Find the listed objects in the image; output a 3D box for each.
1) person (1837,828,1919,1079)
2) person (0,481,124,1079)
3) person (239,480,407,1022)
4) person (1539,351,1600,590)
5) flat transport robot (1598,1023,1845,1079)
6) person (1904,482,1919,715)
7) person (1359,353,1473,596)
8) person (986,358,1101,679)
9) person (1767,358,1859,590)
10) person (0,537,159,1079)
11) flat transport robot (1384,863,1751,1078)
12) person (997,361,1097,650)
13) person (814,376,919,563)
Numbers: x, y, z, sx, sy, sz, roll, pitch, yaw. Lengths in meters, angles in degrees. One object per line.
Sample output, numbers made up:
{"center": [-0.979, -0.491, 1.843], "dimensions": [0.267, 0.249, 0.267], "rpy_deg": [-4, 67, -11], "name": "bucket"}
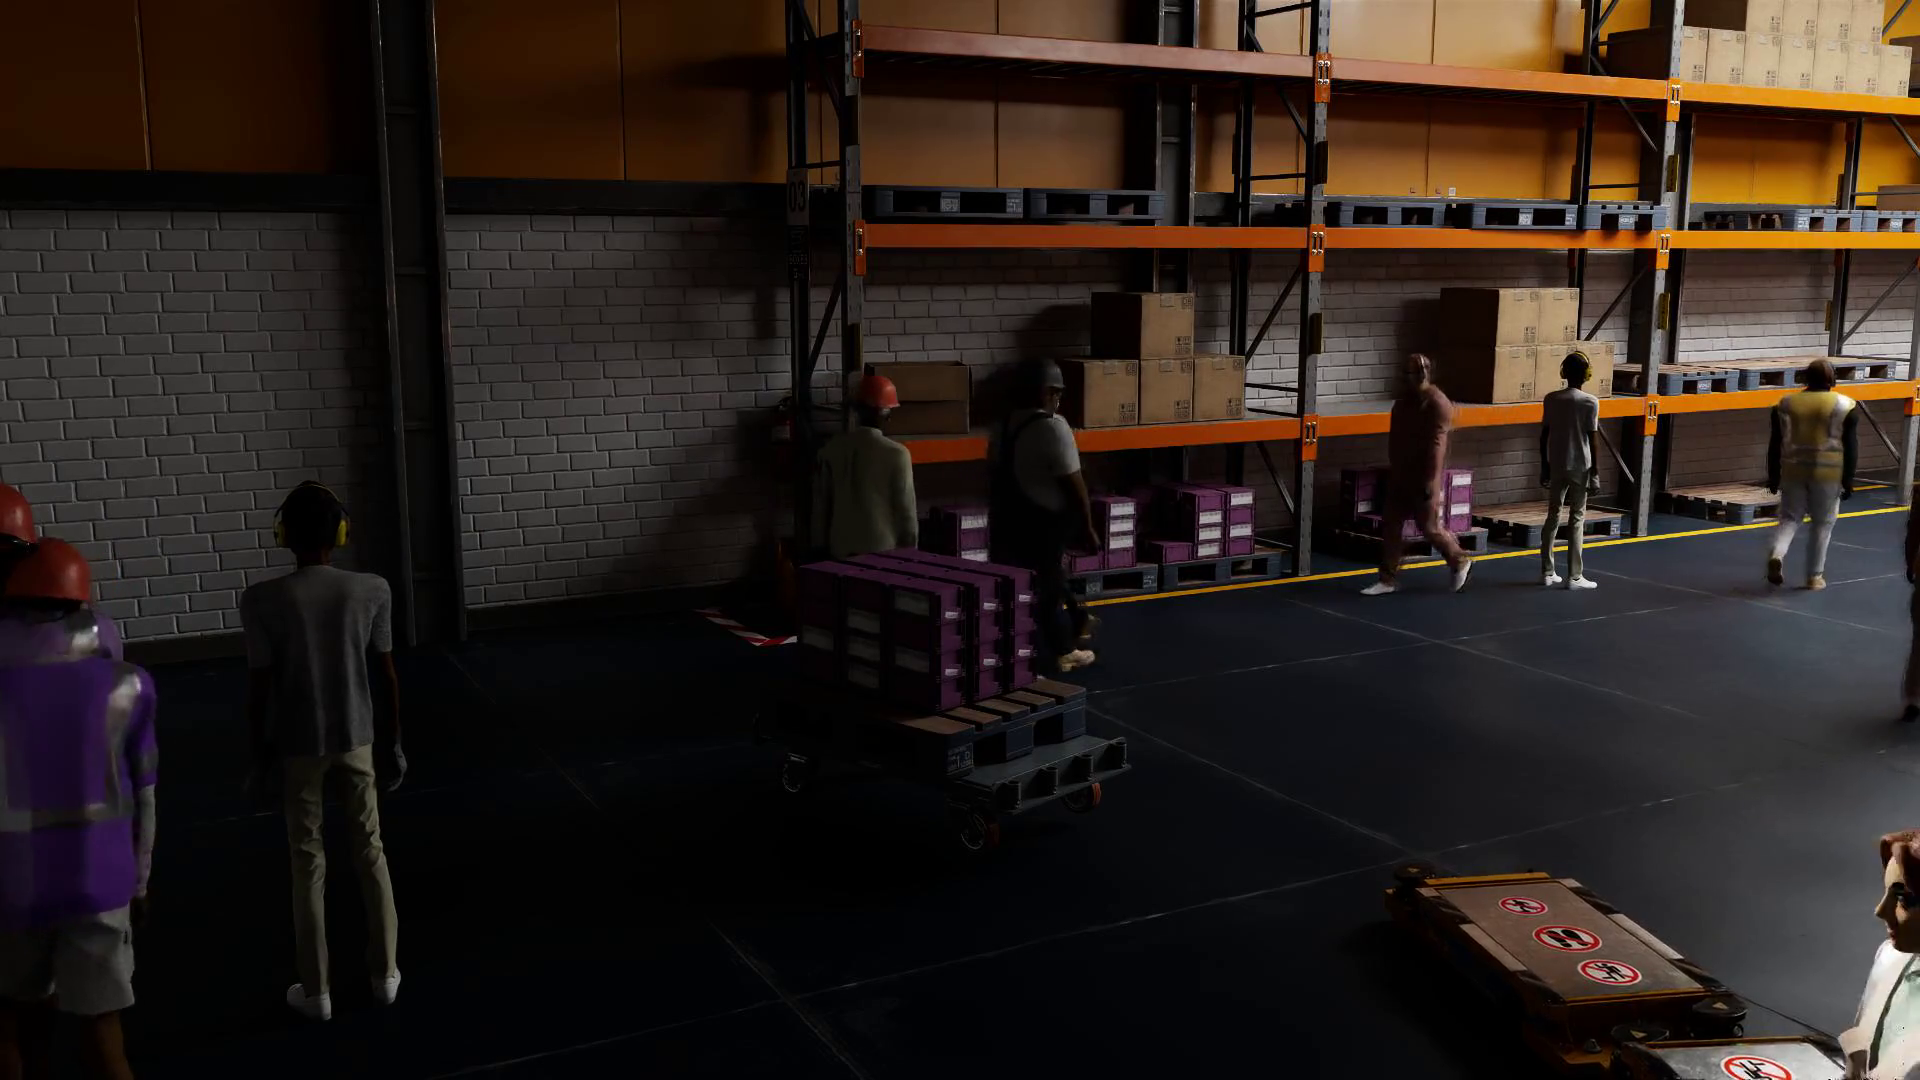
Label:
{"center": [1.754, 1.314, 3.070], "dimensions": [0.364, 1.627, 0.533], "rpy_deg": [2, 10, 11], "name": "person"}
{"center": [-2.597, 0.842, 4.586], "dimensions": [0.608, 2.044, 0.371], "rpy_deg": [-8, 12, -37], "name": "person"}
{"center": [-2.198, 0.726, 5.755], "dimensions": [0.537, 1.869, 0.312], "rpy_deg": [-6, 12, -32], "name": "person"}
{"center": [4.800, -0.544, 13.064], "dimensions": [0.321, 1.872, 0.532], "rpy_deg": [-7, 12, -36], "name": "person"}
{"center": [2.400, 1.728, 4.582], "dimensions": [0.652, 0.197, 1.431], "rpy_deg": [-1, 10, -5], "name": "flat transport robot"}
{"center": [5.690, 0.203, 9.558], "dimensions": [0.516, 1.597, 0.868], "rpy_deg": [8, 12, 37], "name": "person"}
{"center": [3.537, -0.498, 12.777], "dimensions": [0.831, 1.880, 0.644], "rpy_deg": [-4, 11, -24], "name": "person"}
{"center": [0.576, -0.120, 10.134], "dimensions": [0.931, 2.000, 0.693], "rpy_deg": [-5, 11, -27], "name": "person"}
{"center": [6.591, -0.491, 12.913], "dimensions": [0.639, 1.829, 0.583], "rpy_deg": [9, 13, 43], "name": "person"}
{"center": [-2.402, 0.953, 4.445], "dimensions": [0.551, 1.887, 0.820], "rpy_deg": [-6, 11, -30], "name": "person"}
{"center": [2.123, 1.487, 5.974], "dimensions": [0.652, 0.197, 1.431], "rpy_deg": [-2, 10, -9], "name": "flat transport robot"}
{"center": [0.524, -0.182, 10.757], "dimensions": [0.671, 1.946, 0.627], "rpy_deg": [8, 13, 40], "name": "person"}
{"center": [-0.528, 0.018, 9.660], "dimensions": [0.612, 1.932, 1.052], "rpy_deg": [7, 12, 35], "name": "person"}
